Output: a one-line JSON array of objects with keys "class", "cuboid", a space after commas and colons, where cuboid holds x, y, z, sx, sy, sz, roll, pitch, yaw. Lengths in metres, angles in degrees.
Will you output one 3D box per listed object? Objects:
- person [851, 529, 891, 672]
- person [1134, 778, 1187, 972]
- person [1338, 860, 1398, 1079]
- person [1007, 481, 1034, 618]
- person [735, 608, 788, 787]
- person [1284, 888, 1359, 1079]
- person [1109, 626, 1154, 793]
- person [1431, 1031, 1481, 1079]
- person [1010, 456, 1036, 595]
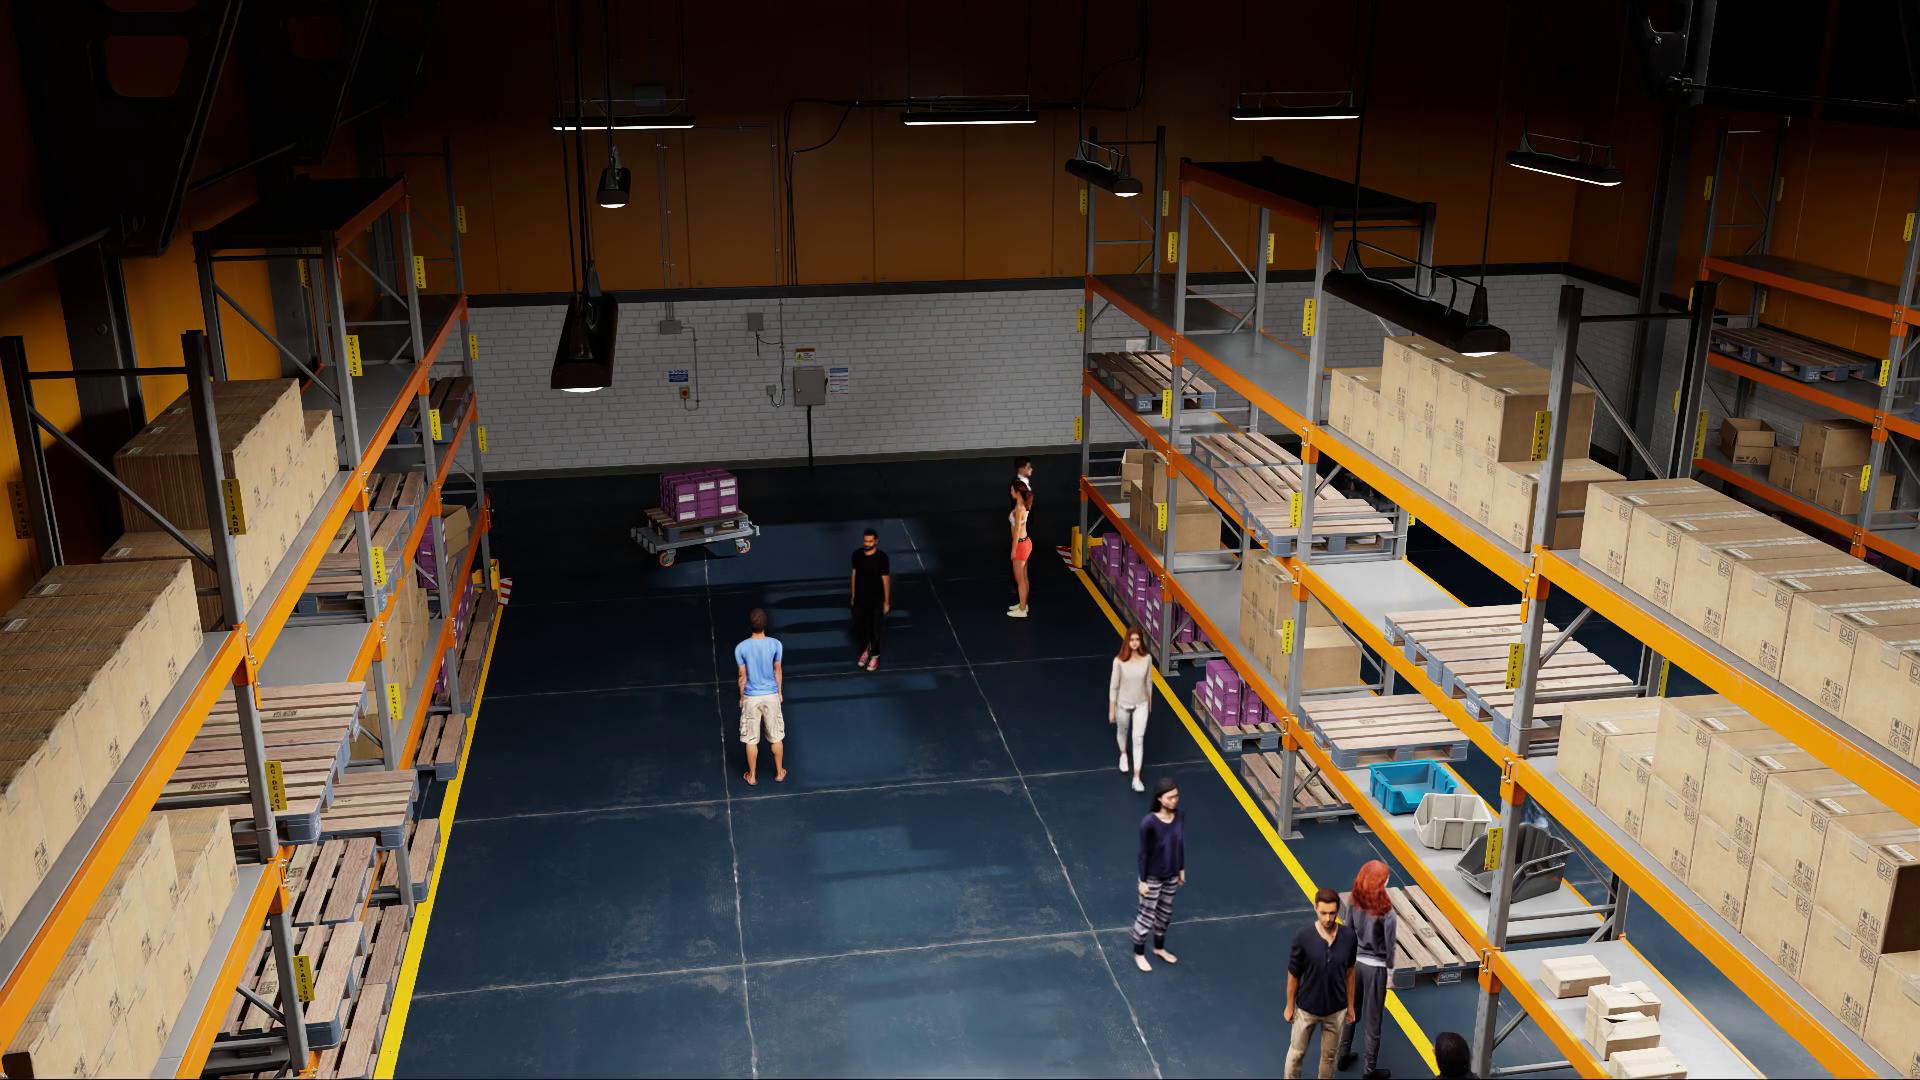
[{"class": "person", "cuboid": [-1.044, 0.674, 19.695, 0.764, 1.748, 0.769, 5, 19, 16]}, {"class": "person", "cuboid": [1.630, 2.718, 13.655, 0.670, 1.730, 0.633, -10, 21, -28]}, {"class": "person", "cuboid": [3.004, 3.160, 12.266, 0.710, 1.779, 0.594, -15, 24, -38]}, {"class": "person", "cuboid": [0.788, 0.106, 21.317, 0.710, 1.789, 0.612, 5, 19, 14]}, {"class": "person", "cuboid": [-2.010, 1.580, 16.822, 0.661, 1.864, 0.585, -5, 19, -14]}, {"class": "person", "cuboid": [2.550, 3.283, 11.778, 0.685, 1.856, 0.582, 0, 19, -1]}, {"class": "person", "cuboid": [1.720, 1.656, 16.916, 0.703, 1.661, 1.110, -1, 19, -3]}, {"class": "person", "cuboid": [3.066, 3.876, 10.333, 0.605, 1.654, 1.130, -1, 19, -3]}, {"class": "person", "cuboid": [0.810, -0.221, 22.170, 0.802, 1.864, 0.607, 1, 19, 3]}]
